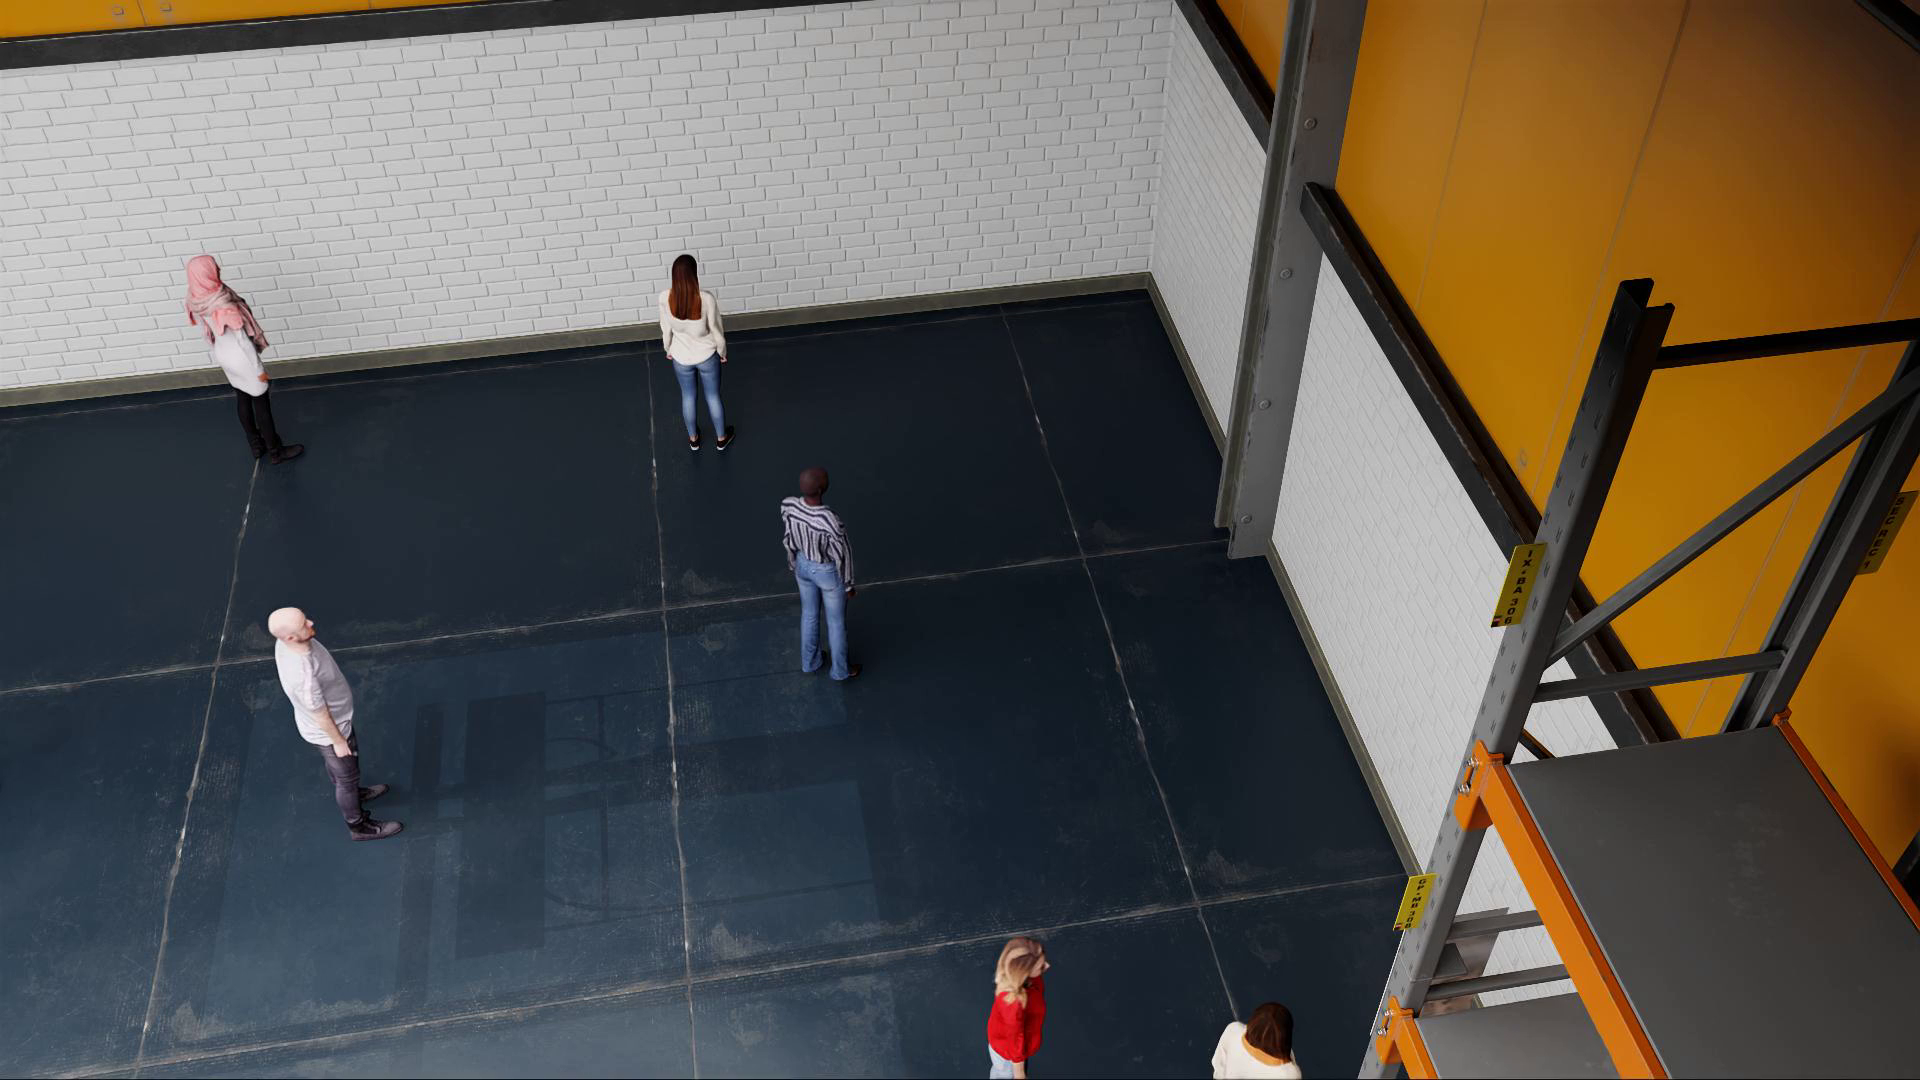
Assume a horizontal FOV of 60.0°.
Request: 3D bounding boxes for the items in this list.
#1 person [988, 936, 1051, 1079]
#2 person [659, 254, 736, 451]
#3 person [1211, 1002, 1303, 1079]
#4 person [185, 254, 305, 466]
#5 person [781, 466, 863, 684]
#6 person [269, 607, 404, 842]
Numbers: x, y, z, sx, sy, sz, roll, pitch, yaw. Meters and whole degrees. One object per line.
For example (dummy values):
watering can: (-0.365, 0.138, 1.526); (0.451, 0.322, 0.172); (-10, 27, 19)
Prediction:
person: (0.266, 2.480, 8.275); (0.718, 1.703, 0.508); (0, 44, 0)
person: (-1.959, -1.381, 12.336); (0.676, 1.691, 0.631); (3, 44, 3)
person: (1.397, 2.724, 8.034); (0.678, 1.682, 0.761); (31, 52, 28)
person: (-5.288, -1.320, 12.191); (0.743, 1.804, 0.793); (23, 48, 22)
person: (-0.882, 0.230, 10.569); (0.699, 1.795, 0.742); (22, 48, 22)
person: (-3.690, 1.048, 9.684); (0.787, 1.832, 0.619); (-19, 47, -19)
